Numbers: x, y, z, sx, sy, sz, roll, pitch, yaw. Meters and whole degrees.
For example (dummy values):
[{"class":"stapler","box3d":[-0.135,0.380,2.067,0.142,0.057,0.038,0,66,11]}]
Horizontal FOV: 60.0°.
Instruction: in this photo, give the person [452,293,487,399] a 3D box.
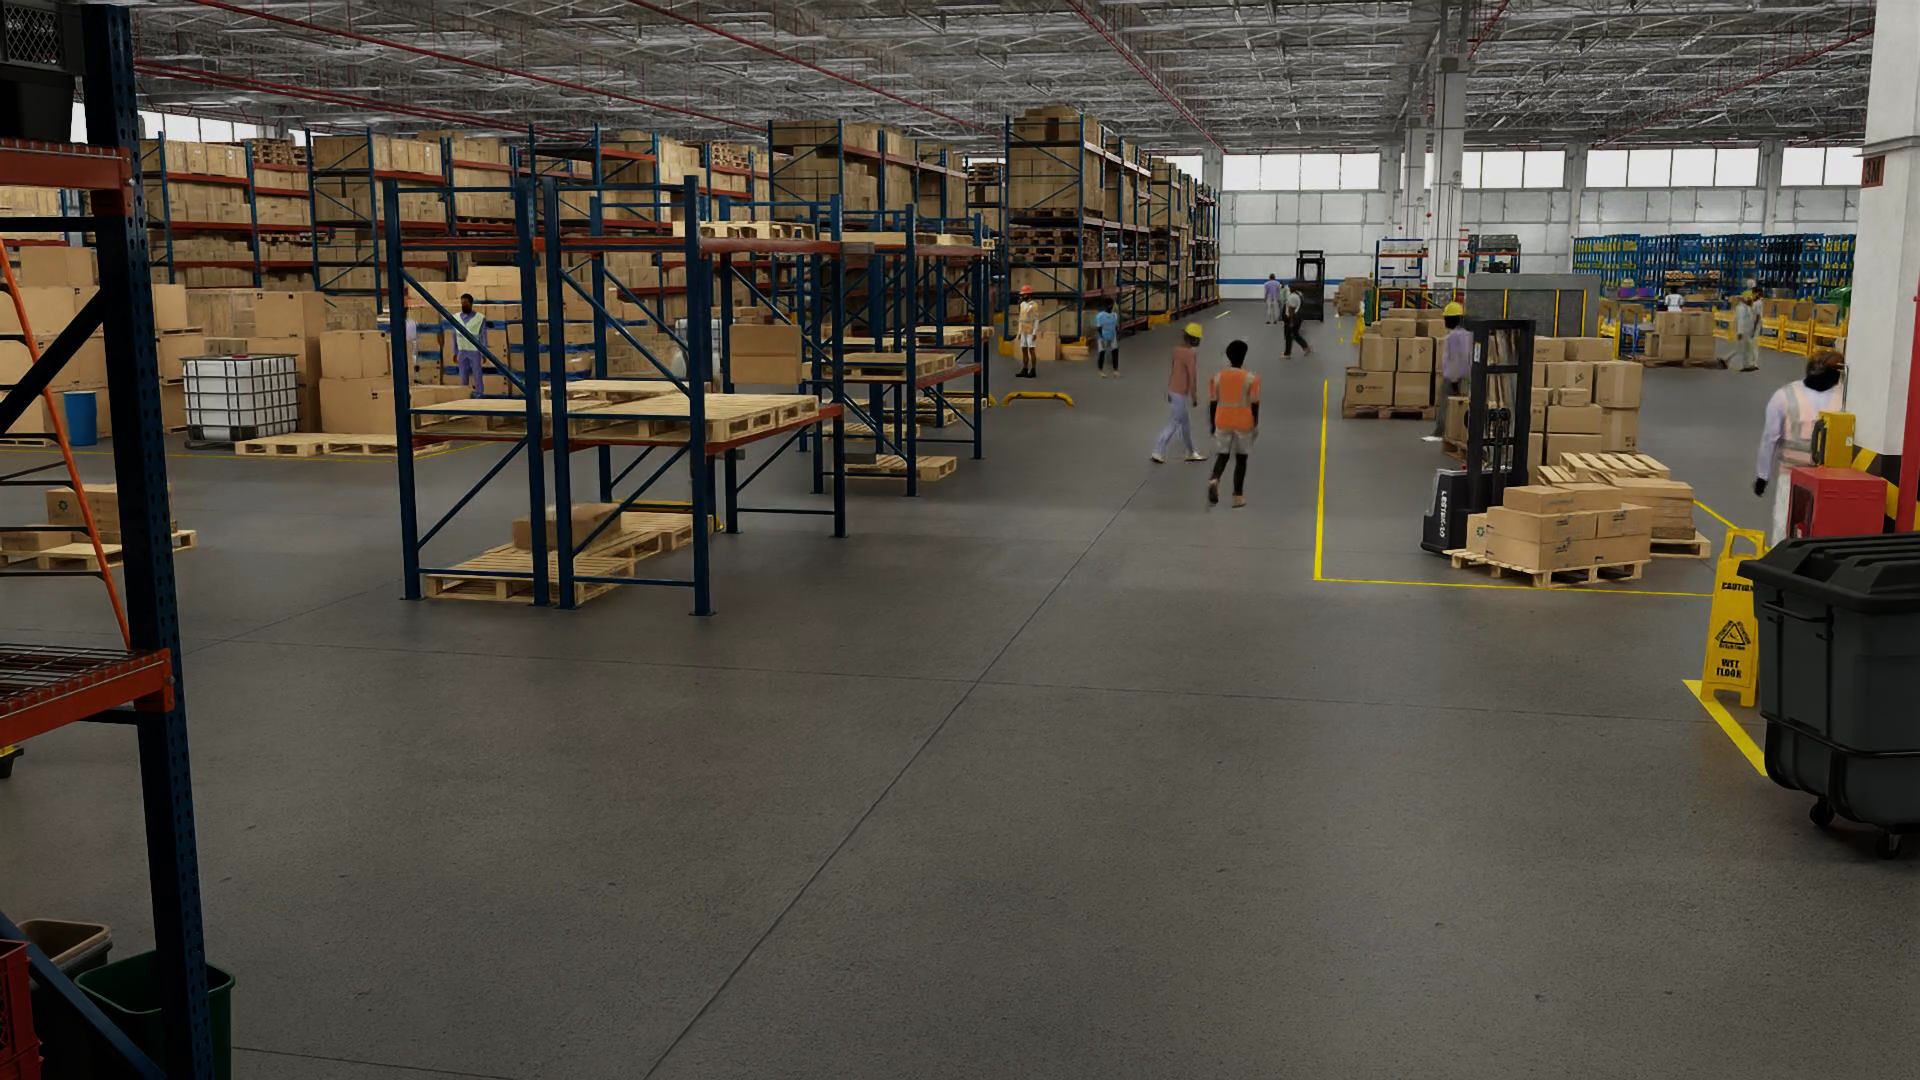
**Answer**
[{"class":"person","box3d":[-8.031,-3.076,27.264,0.587,1.920,0.391,1,10,8]}]

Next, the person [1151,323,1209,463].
[{"class":"person","box3d":[2.658,-1.773,20.153,0.779,1.712,0.587,-3,10,-15]}]

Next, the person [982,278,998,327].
[{"class":"person","box3d":[0.920,-7.709,54.842,0.641,1.873,0.888,1,10,6]}]

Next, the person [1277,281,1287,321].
[{"class":"person","box3d":[12.948,-9.640,67.116,0.509,1.583,0.877,7,12,35]}]

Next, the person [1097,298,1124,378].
[{"class":"person","box3d":[3.113,-4.188,34.584,0.538,1.663,0.798,-4,10,-24]}]

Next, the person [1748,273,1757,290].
[{"class":"person","box3d":[34.252,-10.559,71.673,0.664,1.883,0.668,3,10,18]}]

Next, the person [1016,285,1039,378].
[{"class":"person","box3d":[1.399,-4.359,34.804,0.367,1.935,0.552,-7,12,-37]}]

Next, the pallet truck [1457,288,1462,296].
[{"class":"pallet truck","box3d":[20.506,-9.785,68.819,0.653,1.274,1.630,2,10,12]}]

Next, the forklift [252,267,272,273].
[{"class":"forklift","box3d":[-24.539,-8.881,58.796,1.129,2.768,1.873,1,10,6]}]

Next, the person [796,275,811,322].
[{"class":"person","box3d":[-6.019,-9.584,65.935,0.955,1.897,0.543,3,10,20]}]

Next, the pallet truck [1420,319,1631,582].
[{"class":"pallet truck","box3d":[4.543,-0.757,13.299,0.823,1.965,1.885,-4,10,-22]}]

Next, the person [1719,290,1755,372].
[{"class":"person","box3d":[17.147,-4.584,36.530,0.652,1.806,0.607,7,12,37]}]

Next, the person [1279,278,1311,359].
[{"class":"person","box3d":[8.292,-5.488,41.187,0.694,2.000,0.685,7,12,34]}]

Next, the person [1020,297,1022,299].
[{"class":"person","box3d":[2.177,-7.465,53.906,0.539,1.695,0.319,-5,11,-26]}]

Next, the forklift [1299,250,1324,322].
[{"class":"forklift","box3d":[13.778,-10.002,65.433,1.129,2.768,1.873,2,10,12]}]

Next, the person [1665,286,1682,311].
[{"class":"person","box3d":[22.142,-7.060,51.642,0.535,1.650,0.889,2,10,13]}]

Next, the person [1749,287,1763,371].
[{"class":"person","box3d":[17.646,-4.695,37.030,0.384,1.864,0.582,3,10,19]}]

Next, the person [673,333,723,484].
[{"class":"person","box3d":[-2.807,-1.422,17.855,0.516,1.801,0.945,-6,11,-30]}]

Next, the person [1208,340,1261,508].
[{"class":"person","box3d":[2.707,-1.138,16.495,0.536,1.687,0.442,5,11,29]}]

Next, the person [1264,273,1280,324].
[{"class":"person","box3d":[11.917,-9.211,63.534,0.634,1.937,0.355,-1,10,-7]}]

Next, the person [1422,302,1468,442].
[{"class":"person","box3d":[6.723,-2.257,22.463,0.792,1.906,0.596,6,11,30]}]

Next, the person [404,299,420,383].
[{"class":"person","box3d":[-8.558,-2.746,25.385,0.969,1.889,0.570,-6,11,-30]}]

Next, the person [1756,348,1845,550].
[{"class":"person","box3d":[6.238,-0.491,12.212,0.677,1.837,0.430,2,10,9]}]
